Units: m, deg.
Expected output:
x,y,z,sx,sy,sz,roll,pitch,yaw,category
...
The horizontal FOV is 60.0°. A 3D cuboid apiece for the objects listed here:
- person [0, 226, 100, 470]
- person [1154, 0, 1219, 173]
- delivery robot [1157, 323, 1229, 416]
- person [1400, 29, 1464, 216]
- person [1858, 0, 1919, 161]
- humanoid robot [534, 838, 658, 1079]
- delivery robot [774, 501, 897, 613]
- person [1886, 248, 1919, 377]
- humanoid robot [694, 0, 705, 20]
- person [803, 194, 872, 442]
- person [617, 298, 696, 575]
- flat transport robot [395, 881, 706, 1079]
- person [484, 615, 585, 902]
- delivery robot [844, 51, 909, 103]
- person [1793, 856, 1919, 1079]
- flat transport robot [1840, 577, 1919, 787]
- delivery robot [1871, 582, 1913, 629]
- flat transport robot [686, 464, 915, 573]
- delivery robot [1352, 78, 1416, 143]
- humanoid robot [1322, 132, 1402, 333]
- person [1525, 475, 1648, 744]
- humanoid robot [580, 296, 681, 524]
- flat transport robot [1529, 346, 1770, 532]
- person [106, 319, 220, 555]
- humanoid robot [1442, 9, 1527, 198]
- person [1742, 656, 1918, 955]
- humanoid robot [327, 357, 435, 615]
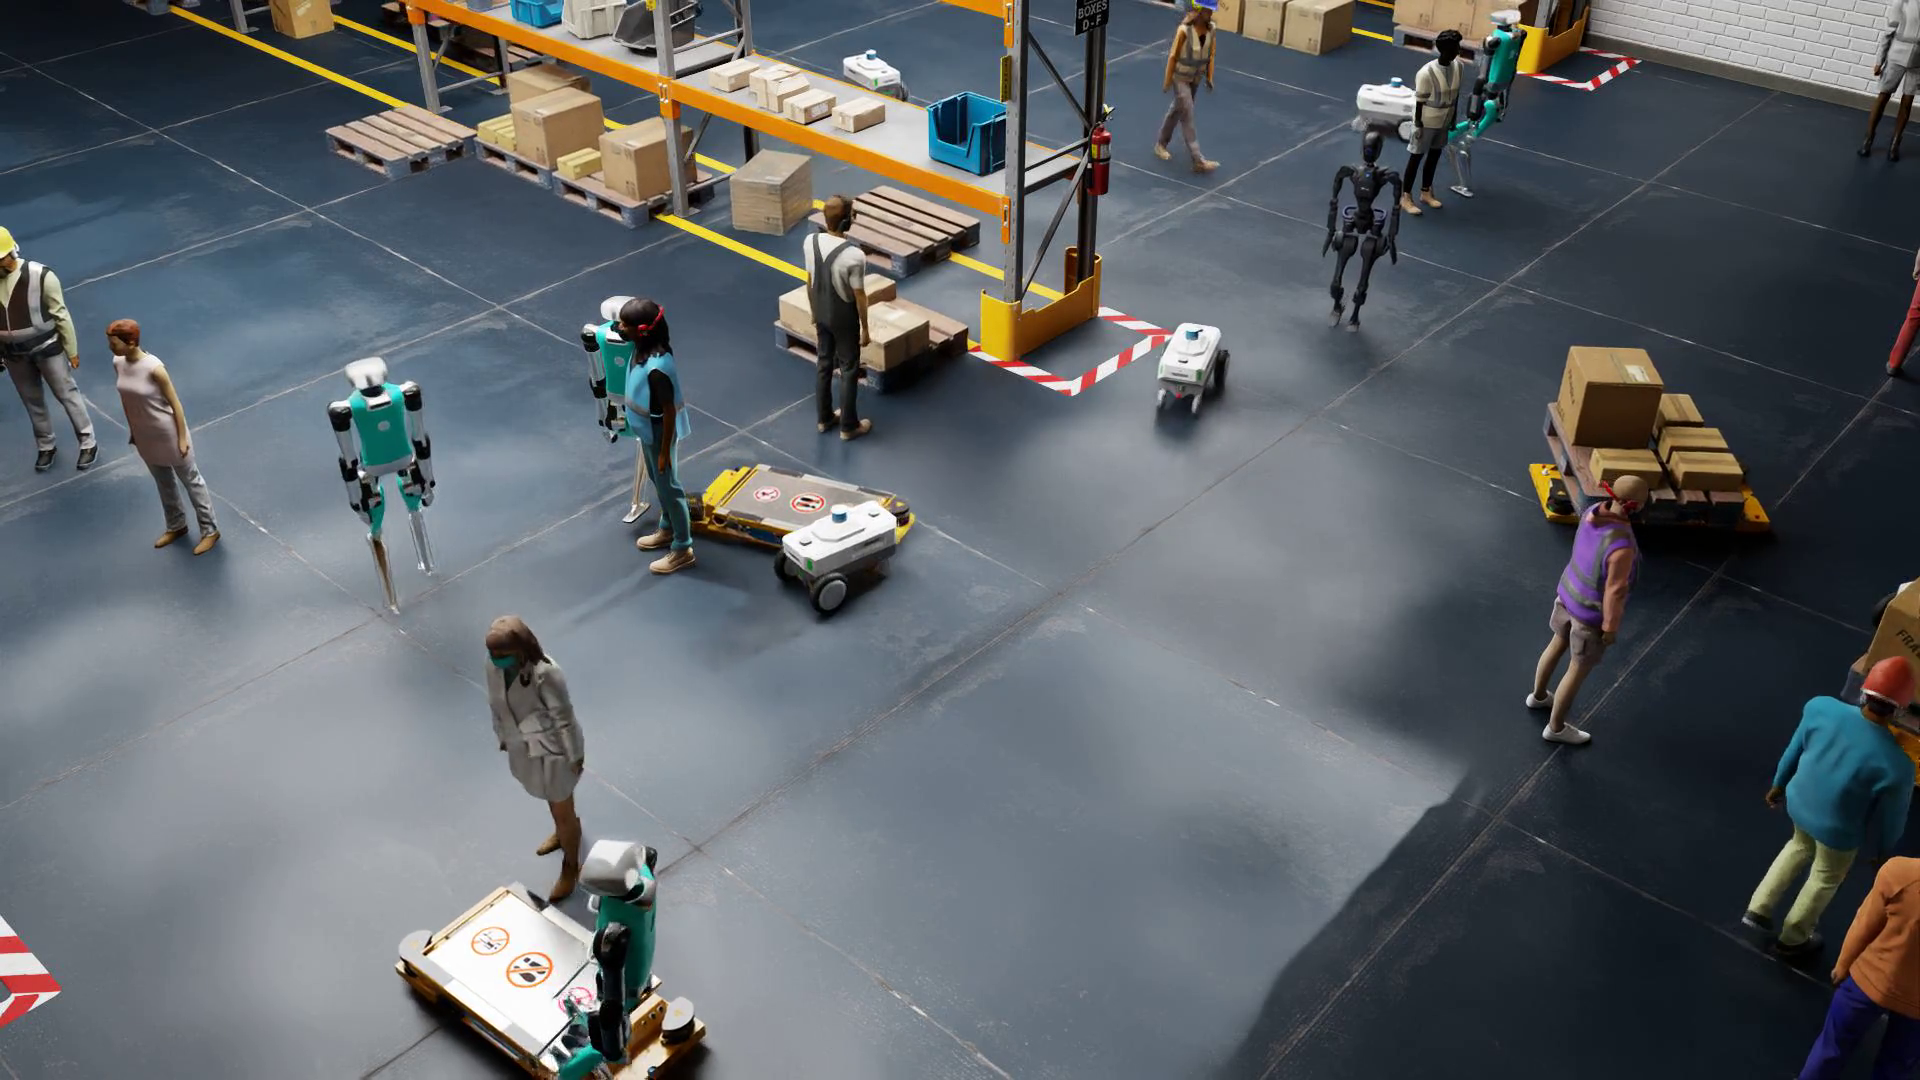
x,y,z,sx,sy,sz,roll,pitch,yaw,category
-6.331,-1.311,11.347,0.594,1.824,0.403,-2,35,-3,person
2.192,-4.399,15.891,0.482,1.721,0.861,-24,41,-31,person
1.727,-1.327,12.495,0.499,0.611,0.814,11,36,16,delivery robot
4.279,-3.781,15.034,0.534,1.692,0.319,-19,39,-26,person
9.155,-4.633,16.069,0.546,1.926,0.388,14,37,19,person
-1.504,1.902,6.785,0.676,1.823,0.559,3,35,5,humanoid robot
-0.786,0.068,10.478,0.786,0.614,0.524,-24,41,-30,delivery robot
7.389,-1.995,12.393,0.519,1.759,0.346,25,42,31,person
-3.188,-6.474,18.948,0.613,1.641,0.392,-29,44,-35,humanoid robot
-0.854,-1.544,11.673,0.510,1.838,0.339,20,39,26,person
-1.879,-0.651,10.346,0.376,1.865,0.545,-13,37,-19,person
-1.930,2.111,7.752,1.431,0.231,0.659,24,41,30,flat transport robot
-2.073,1.026,8.119,0.511,1.637,0.556,18,38,24,person
-0.930,-4.877,17.617,0.499,0.587,0.789,-21,40,-27,delivery robot
3.823,1.789,6.726,0.518,1.972,0.404,18,39,24,person
5.746,1.030,9.319,1.431,0.231,0.659,-26,42,-32,flat transport robot
5.933,0.426,9.945,0.771,0.600,0.513,-7,35,-10,delivery robot
-1.082,-0.168,11.054,1.431,0.231,0.659,13,37,18,flat transport robot
4.424,-4.384,16.925,0.811,0.613,0.499,14,37,20,delivery robot
3.156,-2.392,13.041,0.586,1.649,0.344,11,36,15,humanoid robot
3.421,0.366,9.034,0.354,1.685,0.486,-2,35,-3,person
-2.014,-0.888,10.687,0.533,1.677,0.735,7,35,9,humanoid robot
4.668,-0.336,11.297,1.431,0.231,0.659,3,35,4,flat transport robot
-5.070,-0.656,10.535,0.445,1.656,0.288,11,36,16,person
4.736,-3.992,15.377,0.544,1.883,0.656,-25,42,-31,humanoid robot
4.043,1.258,7.684,0.383,1.737,0.575,-14,37,-19,person
-3.523,-0.383,10.117,0.530,1.802,0.805,-21,40,-28,humanoid robot
